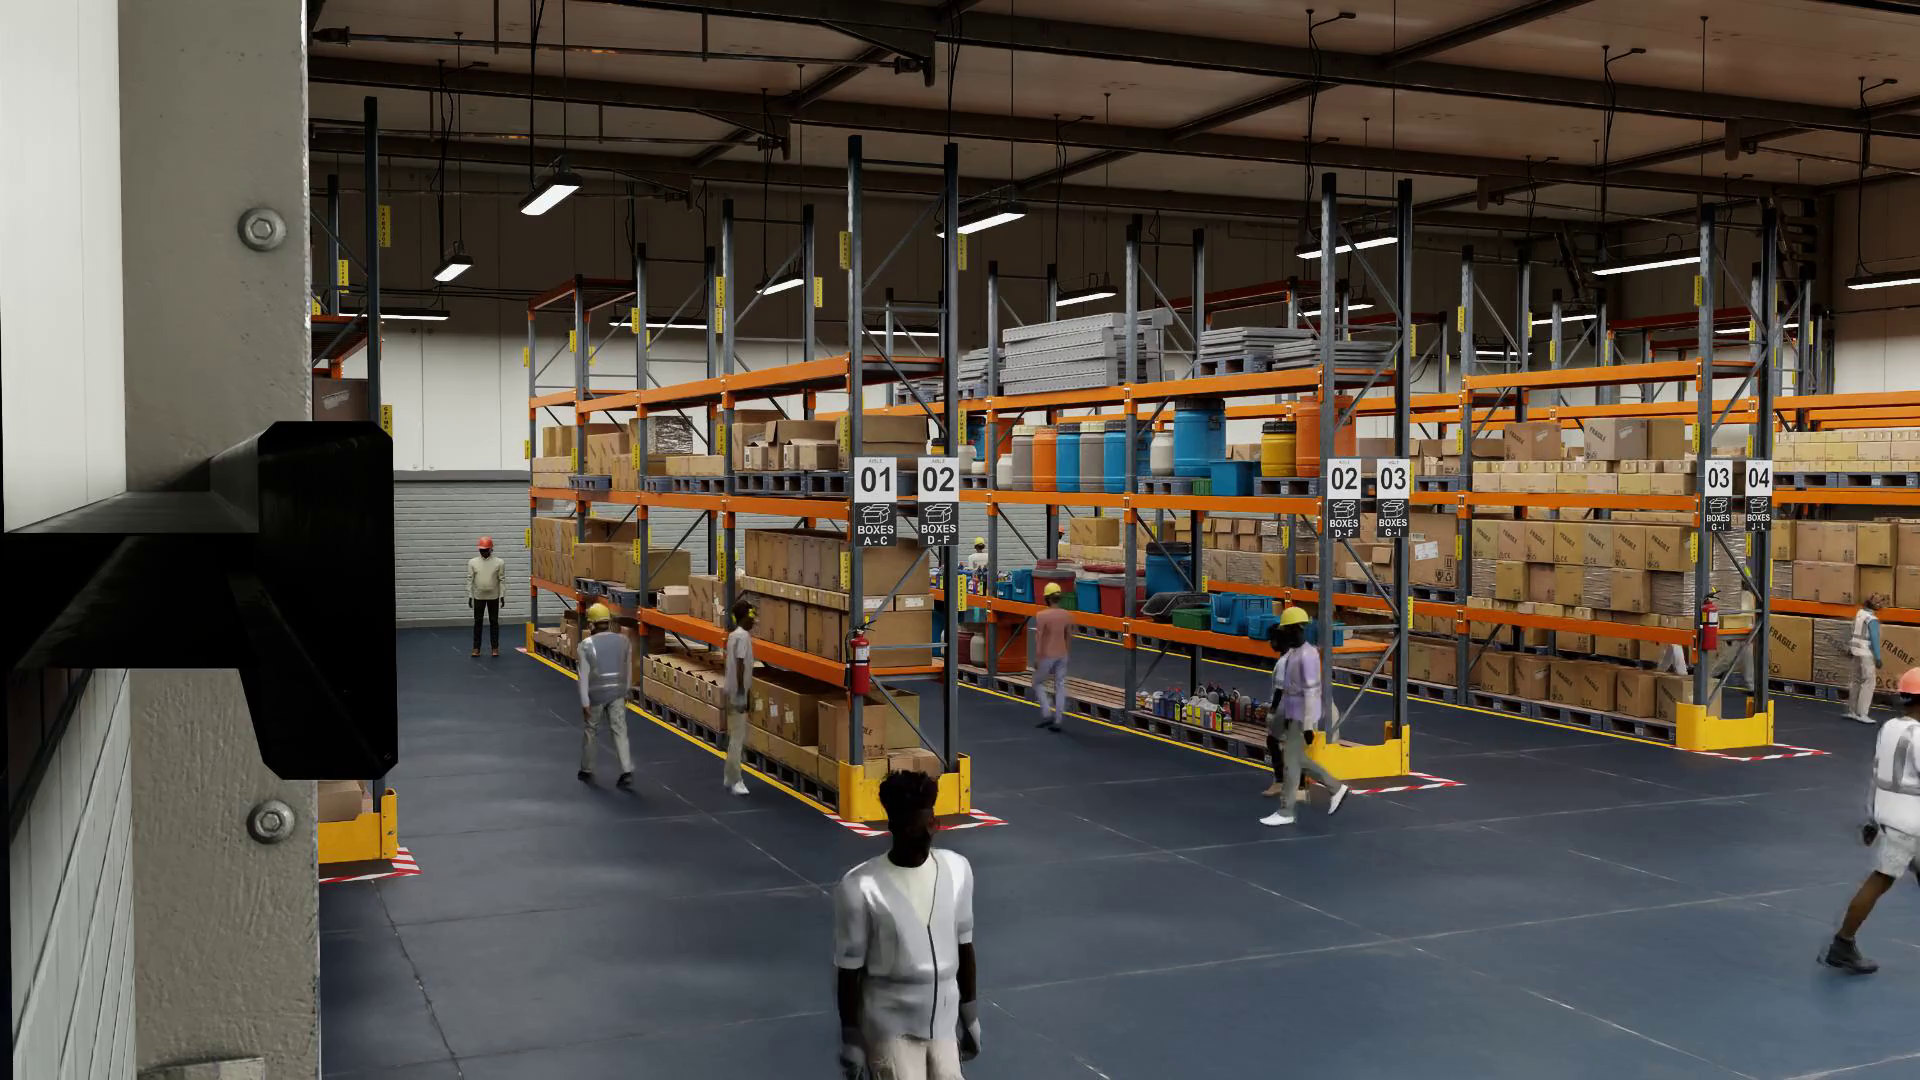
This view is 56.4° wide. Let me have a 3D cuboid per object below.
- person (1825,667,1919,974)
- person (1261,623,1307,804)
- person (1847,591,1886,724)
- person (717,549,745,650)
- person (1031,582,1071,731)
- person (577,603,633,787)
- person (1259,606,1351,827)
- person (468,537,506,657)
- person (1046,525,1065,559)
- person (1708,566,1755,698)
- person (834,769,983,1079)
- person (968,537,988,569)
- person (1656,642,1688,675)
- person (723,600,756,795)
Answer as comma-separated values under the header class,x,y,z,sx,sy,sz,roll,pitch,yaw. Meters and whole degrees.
class,x,y,z,sx,sy,sz,roll,pitch,yaw
person,5.809,1.714,10.958,1.057,1.877,0.553,0,2,9
person,2.961,1.599,16.550,0.551,1.668,0.537,0,2,10
person,11.093,1.421,21.970,0.326,1.611,0.645,0,2,6
person,-3.473,1.073,27.171,0.587,1.916,0.392,-1,2,-23
person,1.077,1.379,21.203,0.560,1.749,0.426,-1,3,-33
person,-3.459,1.511,17.520,0.594,1.788,0.958,-1,3,-31
person,3.002,1.524,15.620,0.752,1.895,0.608,0,2,0
person,-7.860,0.939,29.741,0.612,1.987,0.399,0,2,-9
person,2.099,0.636,38.416,0.542,1.929,0.368,2,3,43
person,10.545,1.236,24.375,0.595,1.809,0.822,-1,3,-29
person,-0.227,1.833,6.947,0.626,1.948,0.751,-2,3,-36
person,0.392,0.828,35.473,0.523,1.769,0.316,-1,2,-22
person,9.658,1.230,24.169,0.594,1.839,0.981,-1,3,-29
person,-2.094,1.503,17.189,0.335,1.831,0.656,0,2,-13
